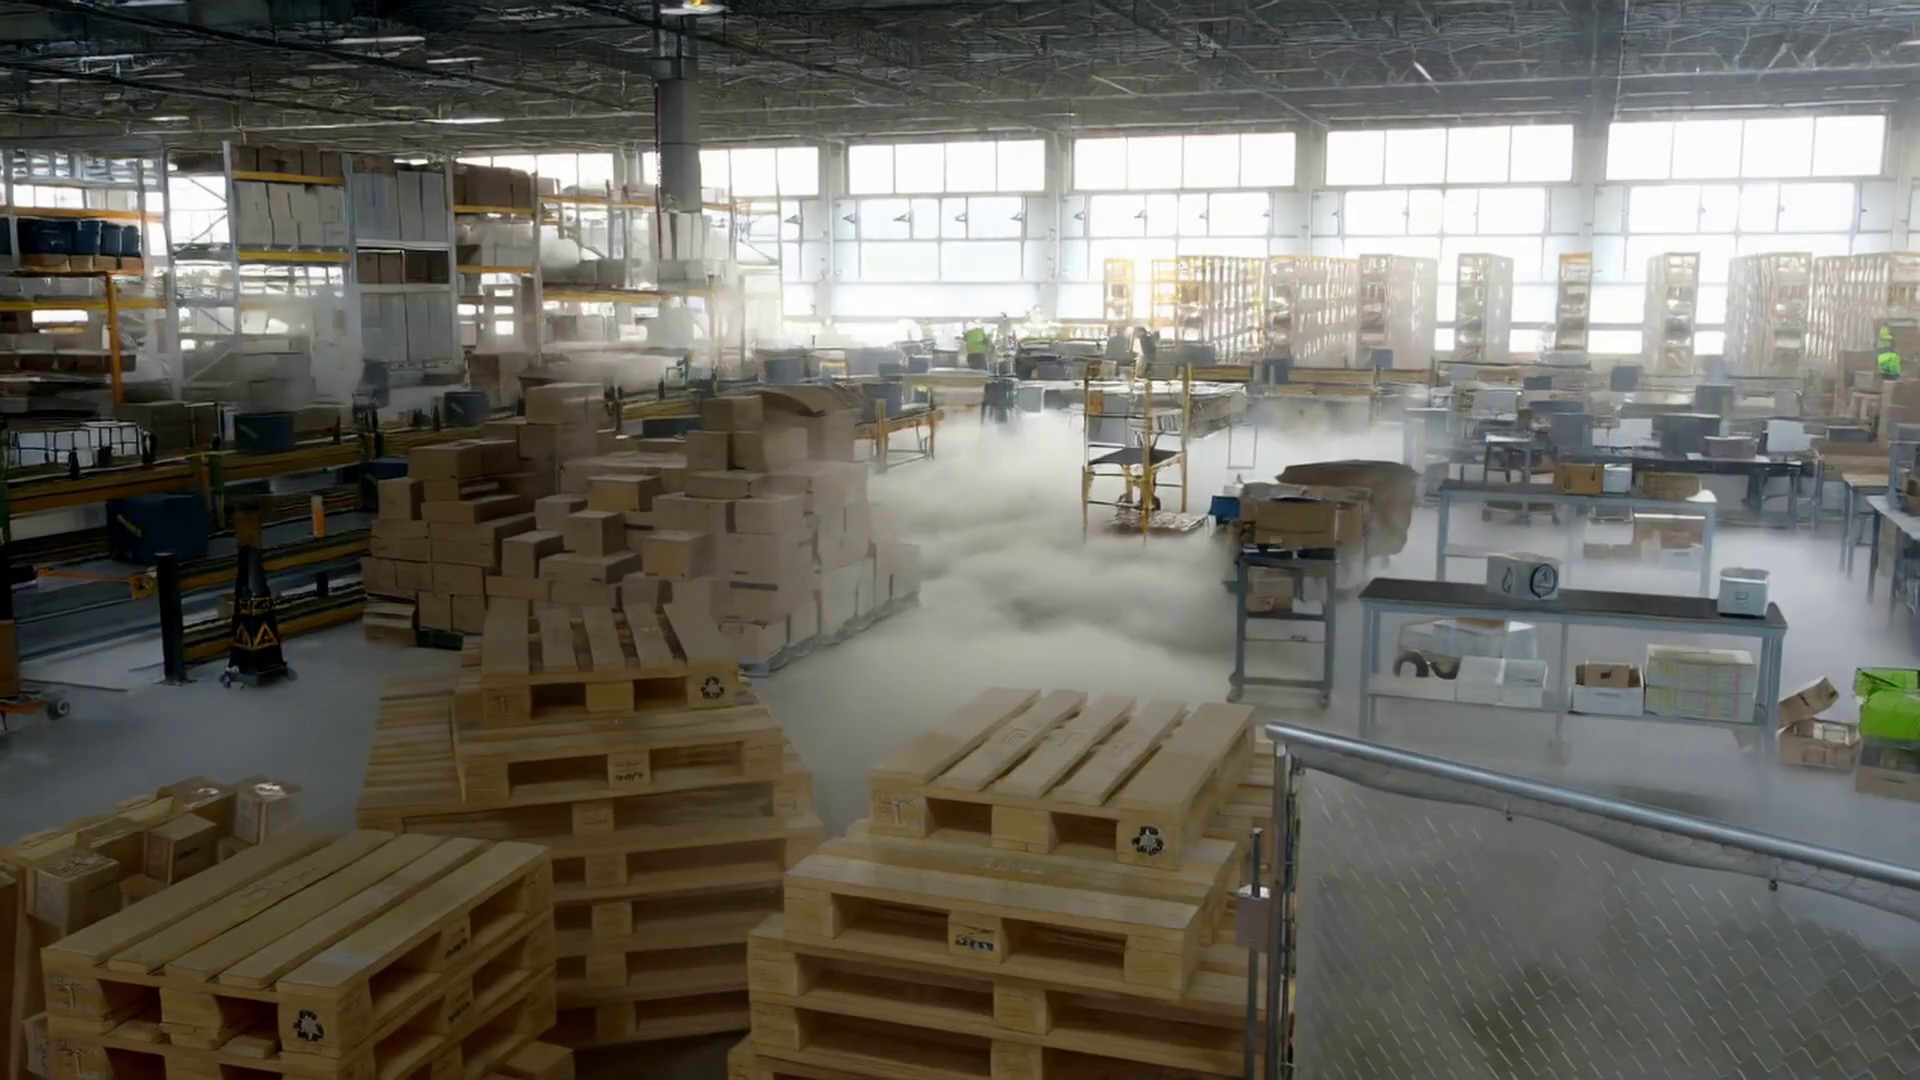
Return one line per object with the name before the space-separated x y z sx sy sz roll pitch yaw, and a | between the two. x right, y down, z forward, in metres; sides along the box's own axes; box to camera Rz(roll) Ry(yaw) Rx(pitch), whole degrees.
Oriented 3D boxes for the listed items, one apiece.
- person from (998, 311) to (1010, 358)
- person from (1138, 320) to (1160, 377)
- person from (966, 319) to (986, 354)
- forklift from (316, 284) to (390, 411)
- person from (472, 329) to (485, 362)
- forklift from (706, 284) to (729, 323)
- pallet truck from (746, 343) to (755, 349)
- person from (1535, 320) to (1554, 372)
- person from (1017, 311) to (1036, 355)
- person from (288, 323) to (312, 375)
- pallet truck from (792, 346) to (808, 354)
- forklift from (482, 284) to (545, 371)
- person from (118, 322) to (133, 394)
person | 1.636 -7.521 60.908 0.485 1.735 0.343 -5 10 -27
person | 5.037 -4.941 44.335 0.569 1.847 0.377 0 9 -2
person | 0.461 -5.192 45.963 0.590 1.834 0.404 5 10 28
forklift | -13.939 -4.364 37.488 1.129 2.768 1.873 3 10 20
person | -12.043 -4.477 41.940 0.321 1.693 0.536 9 13 44
forklift | -7.530 -6.598 51.516 1.873 2.768 1.129 4 10 24
pallet truck | -6.183 -4.618 44.264 1.601 1.201 0.680 -9 12 -43
person | 15.781 -5.010 44.872 0.596 1.823 0.447 -6 11 -35
person | 2.199 -6.769 55.848 0.716 1.844 0.959 3 9 16
person | -15.552 -4.183 39.410 0.648 1.904 0.401 -3 10 -20
pallet truck | -3.705 -4.298 42.022 0.653 1.274 1.630 3 10 20
forklift | -10.832 -4.702 39.610 1.129 2.768 1.873 3 10 20
person | -21.344 -4.634 42.479 0.576 1.826 0.509 3 9 17
